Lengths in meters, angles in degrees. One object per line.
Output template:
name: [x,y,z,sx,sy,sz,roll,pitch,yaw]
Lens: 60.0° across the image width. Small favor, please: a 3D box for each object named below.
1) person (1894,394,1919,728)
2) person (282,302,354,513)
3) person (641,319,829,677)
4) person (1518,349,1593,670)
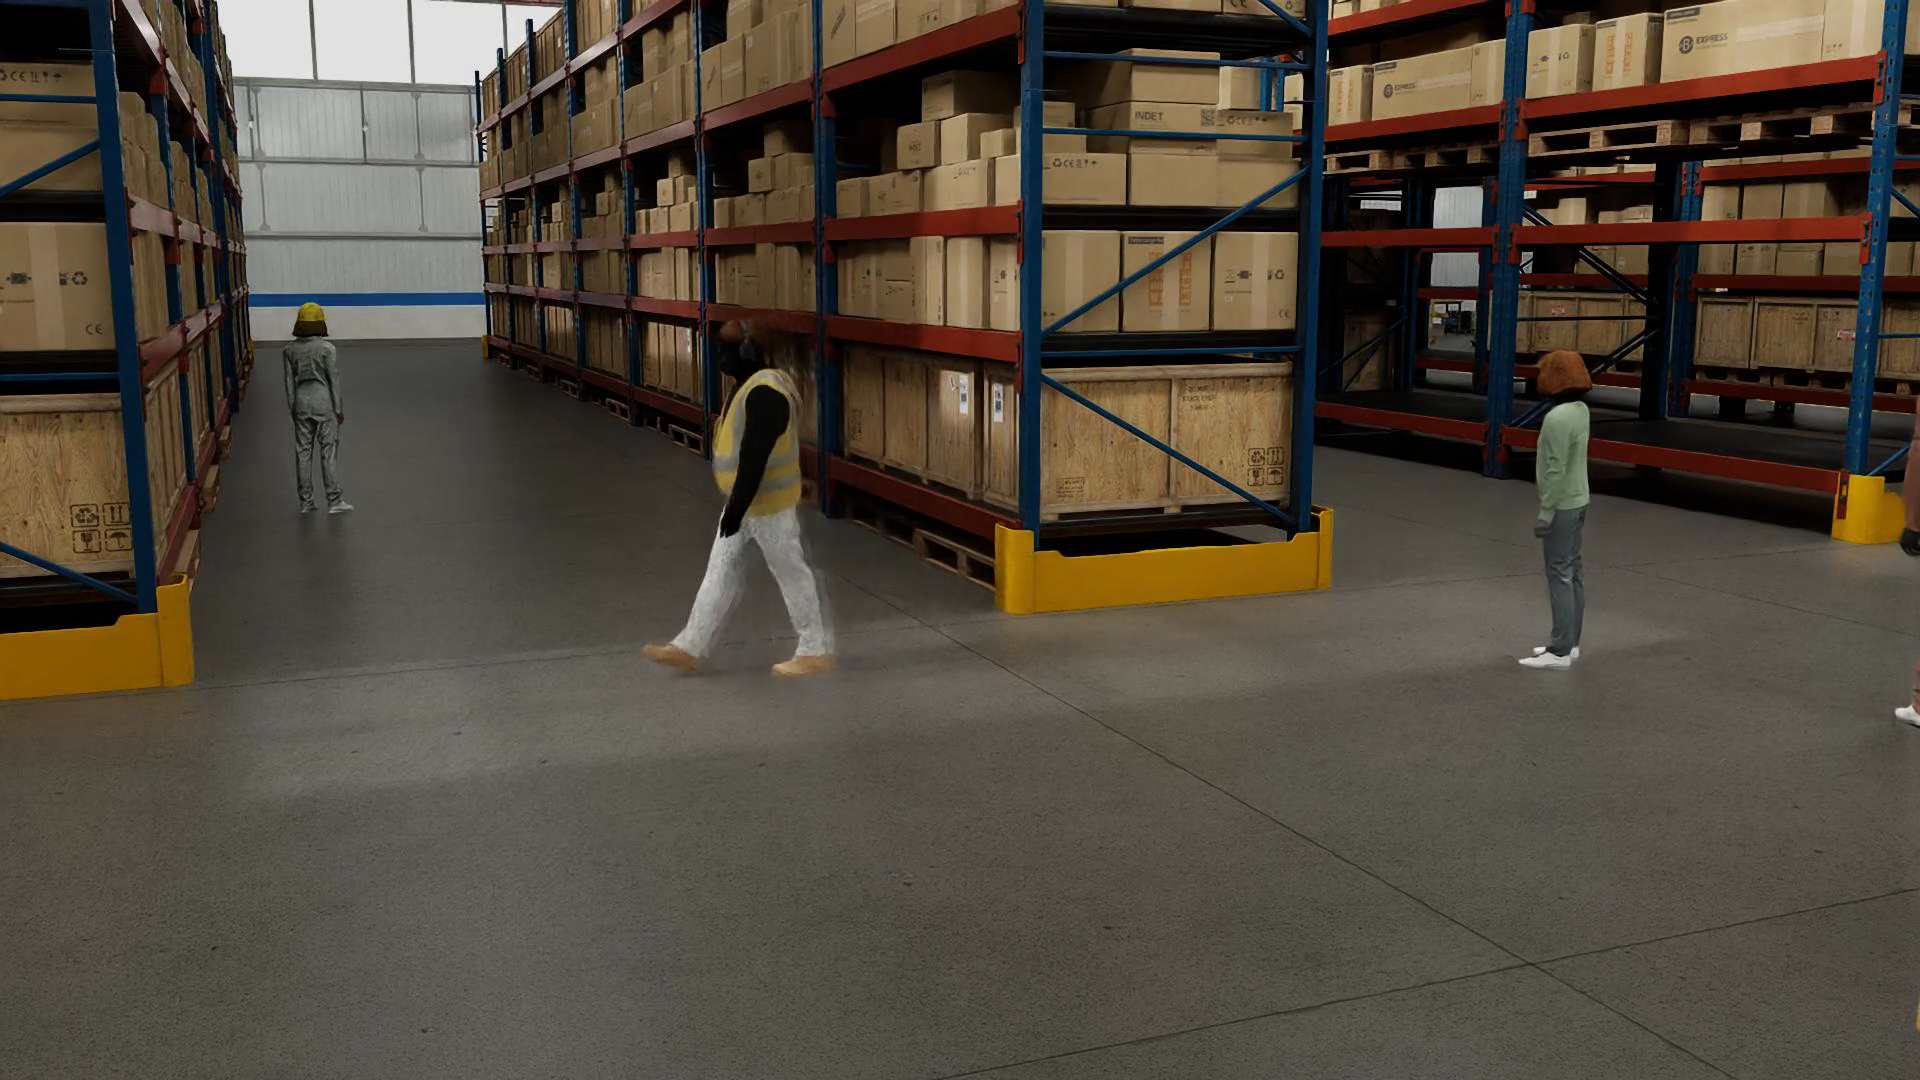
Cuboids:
person: [4.499,-0.090,7.352,0.645,1.899,0.398,1,10,7]
person: [-5.331,-1.088,13.782,0.484,1.744,0.295,1,10,8]
person: [-1.101,-0.179,8.207,0.969,1.787,0.626,-4,10,-22]
person: [3.059,-0.153,8.501,0.285,1.633,0.501,7,12,35]
